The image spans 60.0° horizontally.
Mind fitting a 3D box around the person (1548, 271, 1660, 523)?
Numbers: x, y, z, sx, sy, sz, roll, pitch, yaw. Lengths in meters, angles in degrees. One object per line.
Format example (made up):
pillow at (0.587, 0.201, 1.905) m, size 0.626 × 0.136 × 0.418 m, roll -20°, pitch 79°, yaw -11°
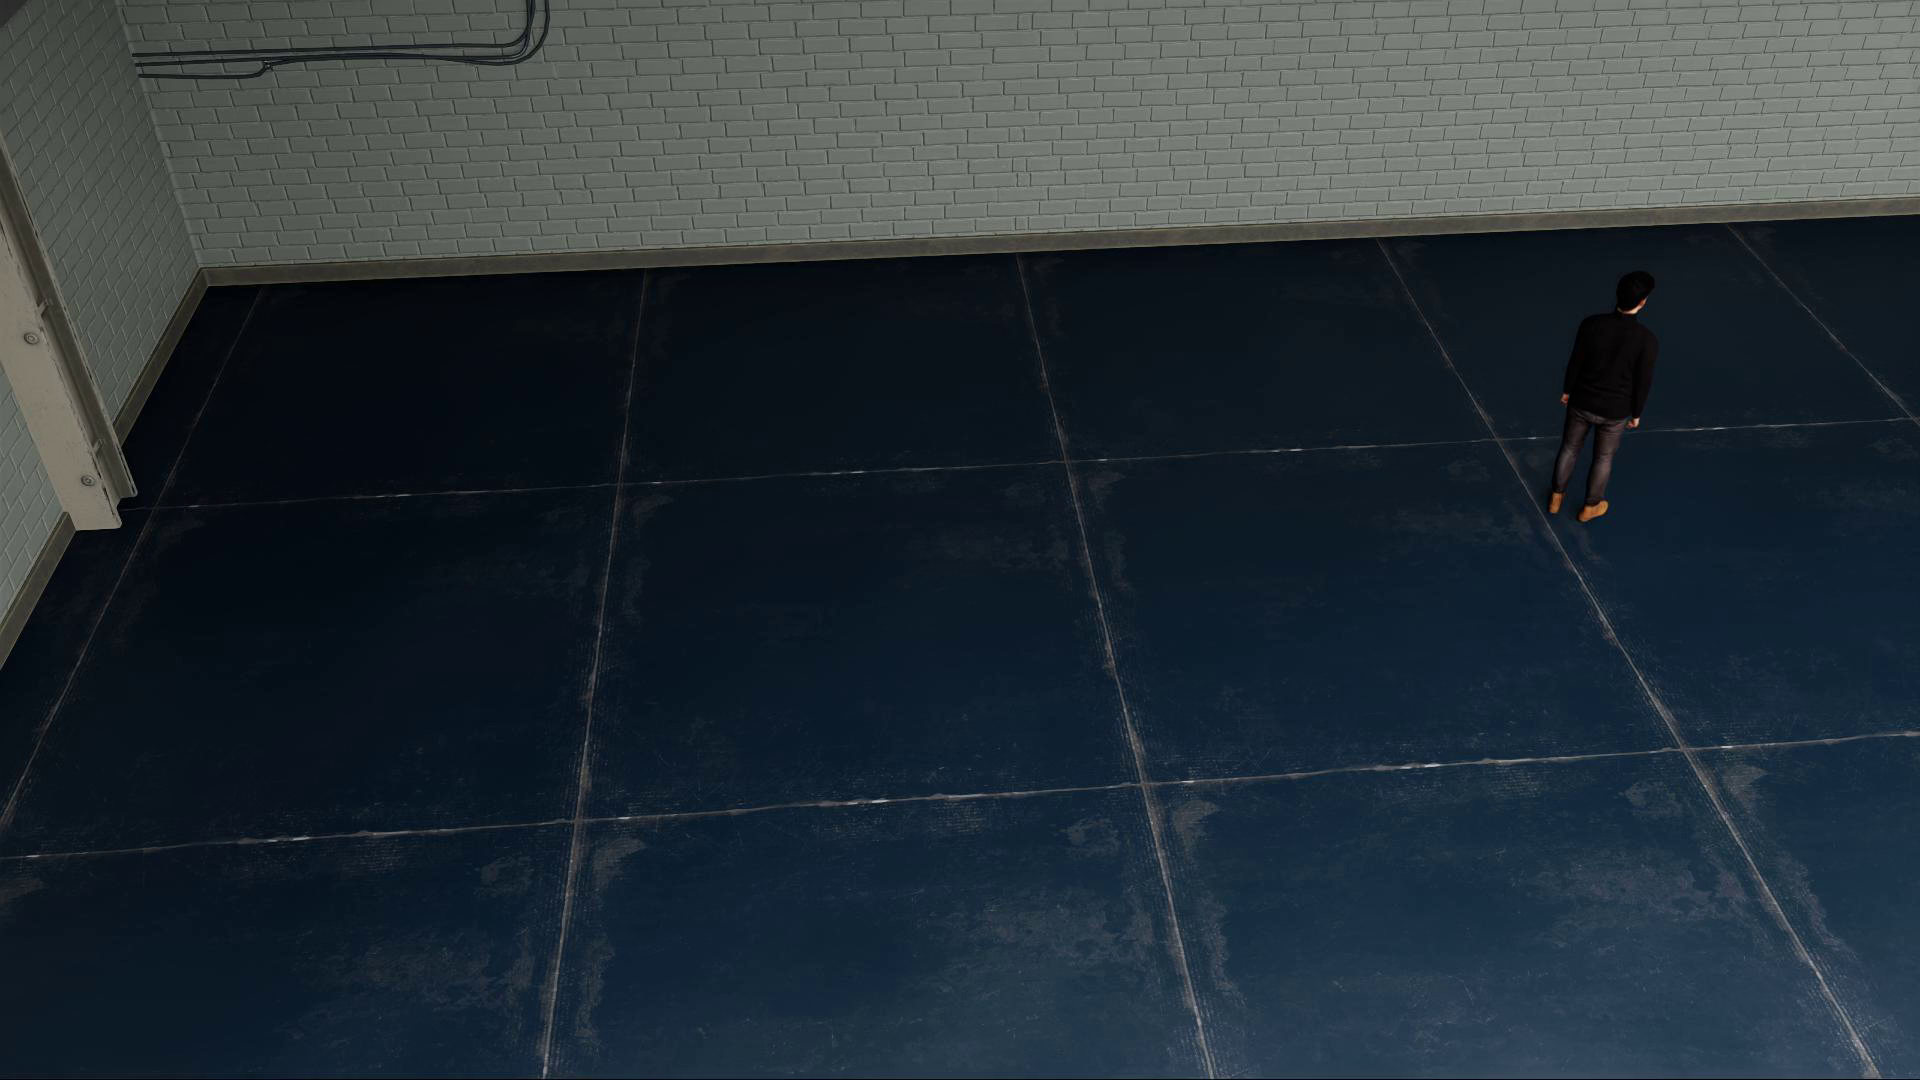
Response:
person at (3.982, -0.885, 10.315) m, size 0.715 × 1.722 × 0.751 m, roll 24°, pitch 44°, yaw 27°
